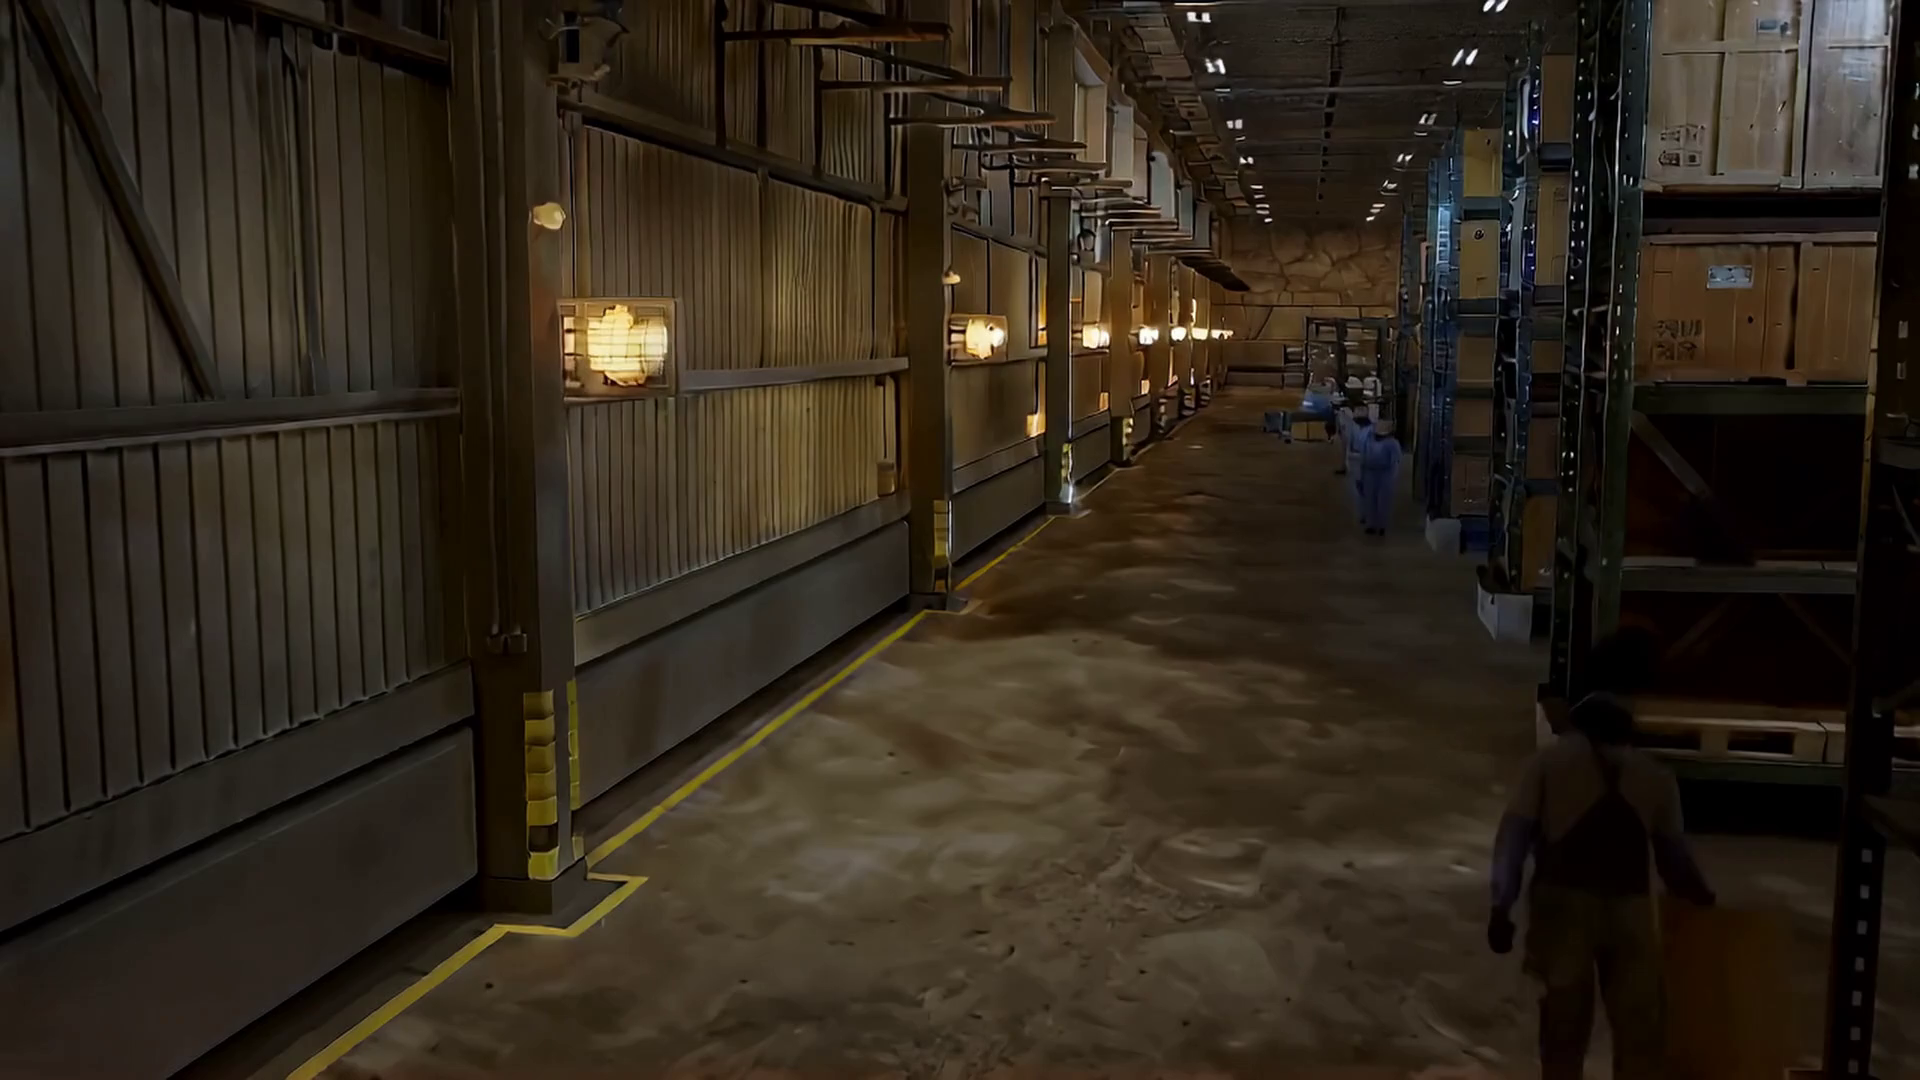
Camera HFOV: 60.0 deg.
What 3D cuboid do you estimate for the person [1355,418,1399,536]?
[{"bbox_3d":[6.314,-0.945,25.218,0.630,1.799,0.504,3,8,24],"label":"person"}]

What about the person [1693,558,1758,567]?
[{"bbox_3d":[6.448,0.540,14.036,0.552,1.621,0.420,1,7,11],"label":"person"}]

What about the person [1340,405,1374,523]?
[{"bbox_3d":[6.479,-1.213,26.858,0.644,1.928,0.538,1,7,7],"label":"person"}]

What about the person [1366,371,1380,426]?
[{"bbox_3d":[13.559,-4.636,54.702,0.404,1.824,0.591,7,10,44],"label":"person"}]

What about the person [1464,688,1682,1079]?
[{"bbox_3d":[2.204,1.433,6.032,0.681,1.829,1.048,5,9,35],"label":"person"}]

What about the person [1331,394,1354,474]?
[{"bbox_3d":[8.375,-2.328,36.499,0.563,1.752,0.327,-6,9,-39],"label":"person"}]
